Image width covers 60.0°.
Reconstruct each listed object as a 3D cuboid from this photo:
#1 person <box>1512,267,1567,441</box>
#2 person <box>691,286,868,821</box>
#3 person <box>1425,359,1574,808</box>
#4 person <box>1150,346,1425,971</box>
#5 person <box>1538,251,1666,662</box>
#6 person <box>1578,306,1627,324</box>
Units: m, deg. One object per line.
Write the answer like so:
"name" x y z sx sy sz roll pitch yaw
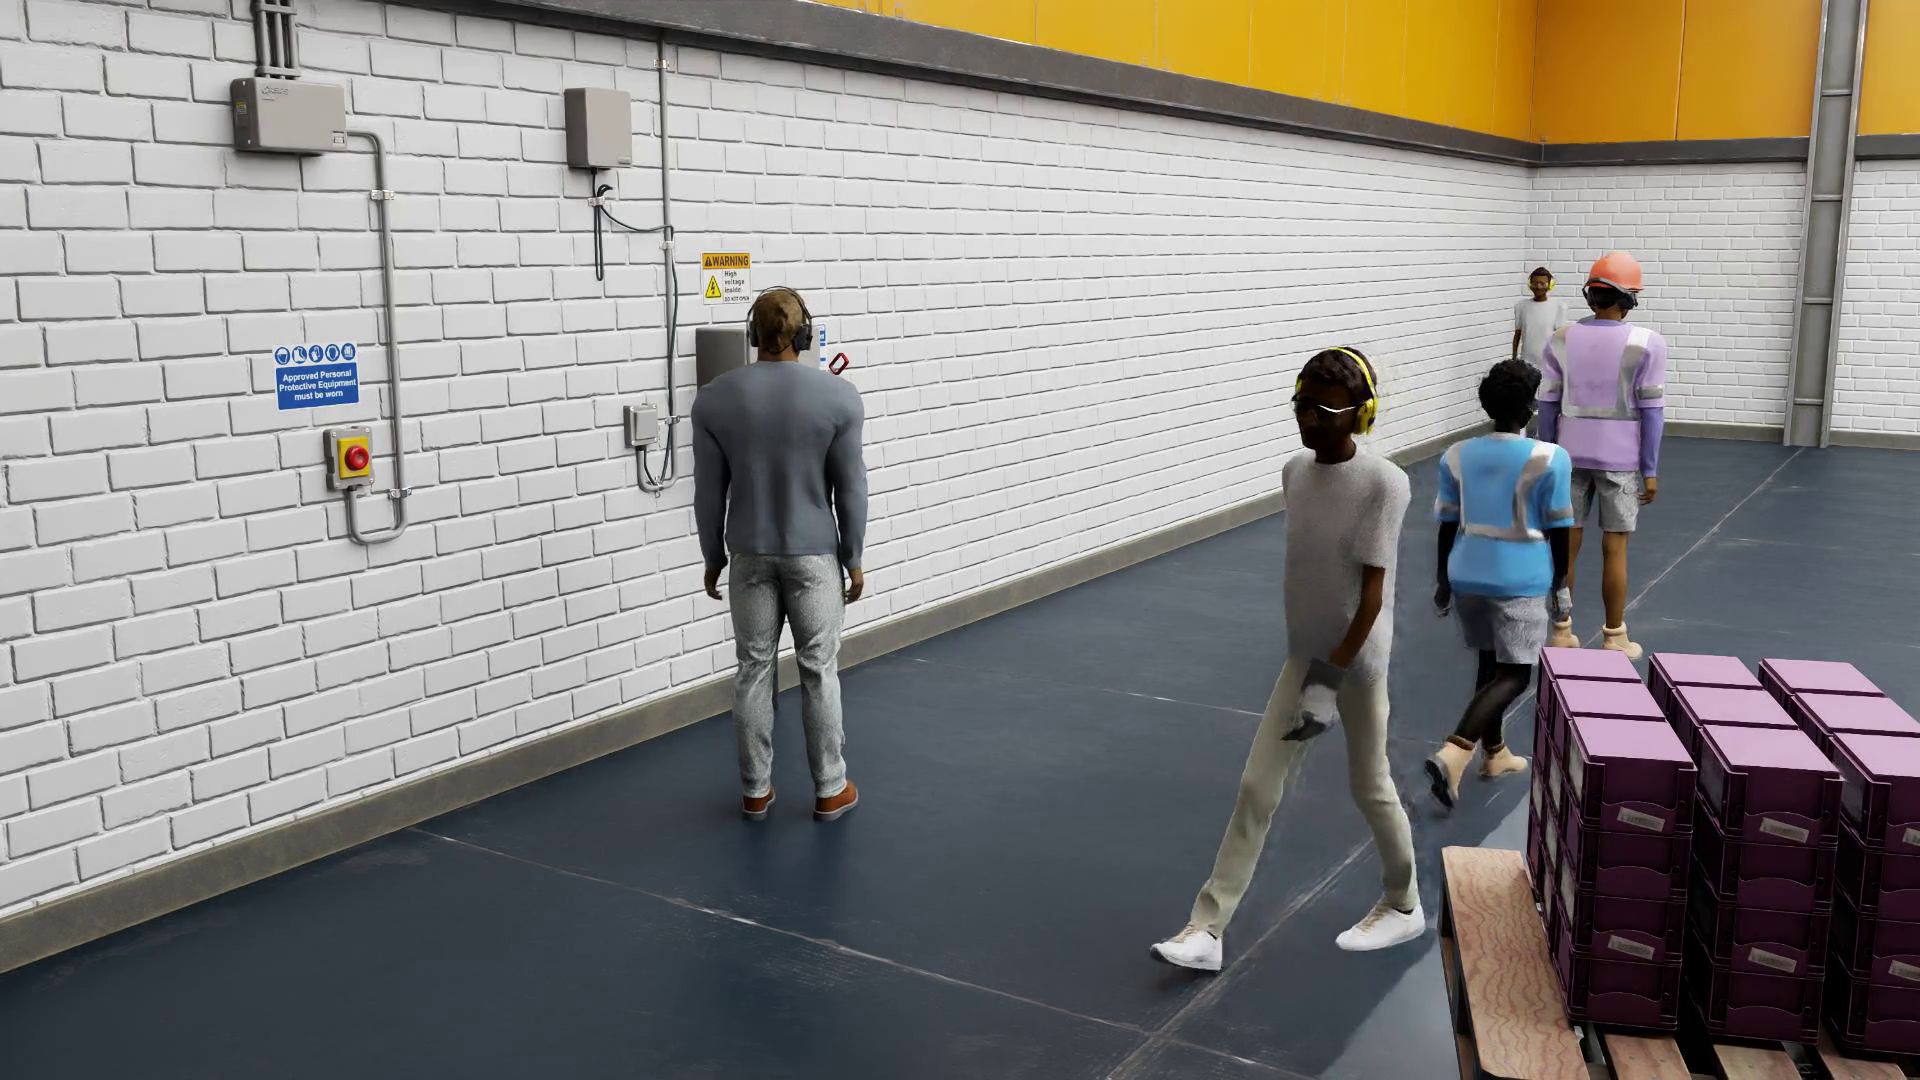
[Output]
"person" 5.513 -1.667 15.891 0.547 1.830 0.903 5 11 25
"person" -0.640 0.062 6.005 0.629 1.940 0.379 1 10 7
"person" 1.976 0.160 6.201 0.768 1.673 0.530 -8 13 -36
"person" 1.027 0.365 4.689 0.955 1.812 0.501 -7 12 -35
"person" 3.190 -0.403 8.294 0.609 2.043 0.397 9 14 41
"person" 6.292 -1.649 16.333 0.497 1.633 0.284 8 13 37
